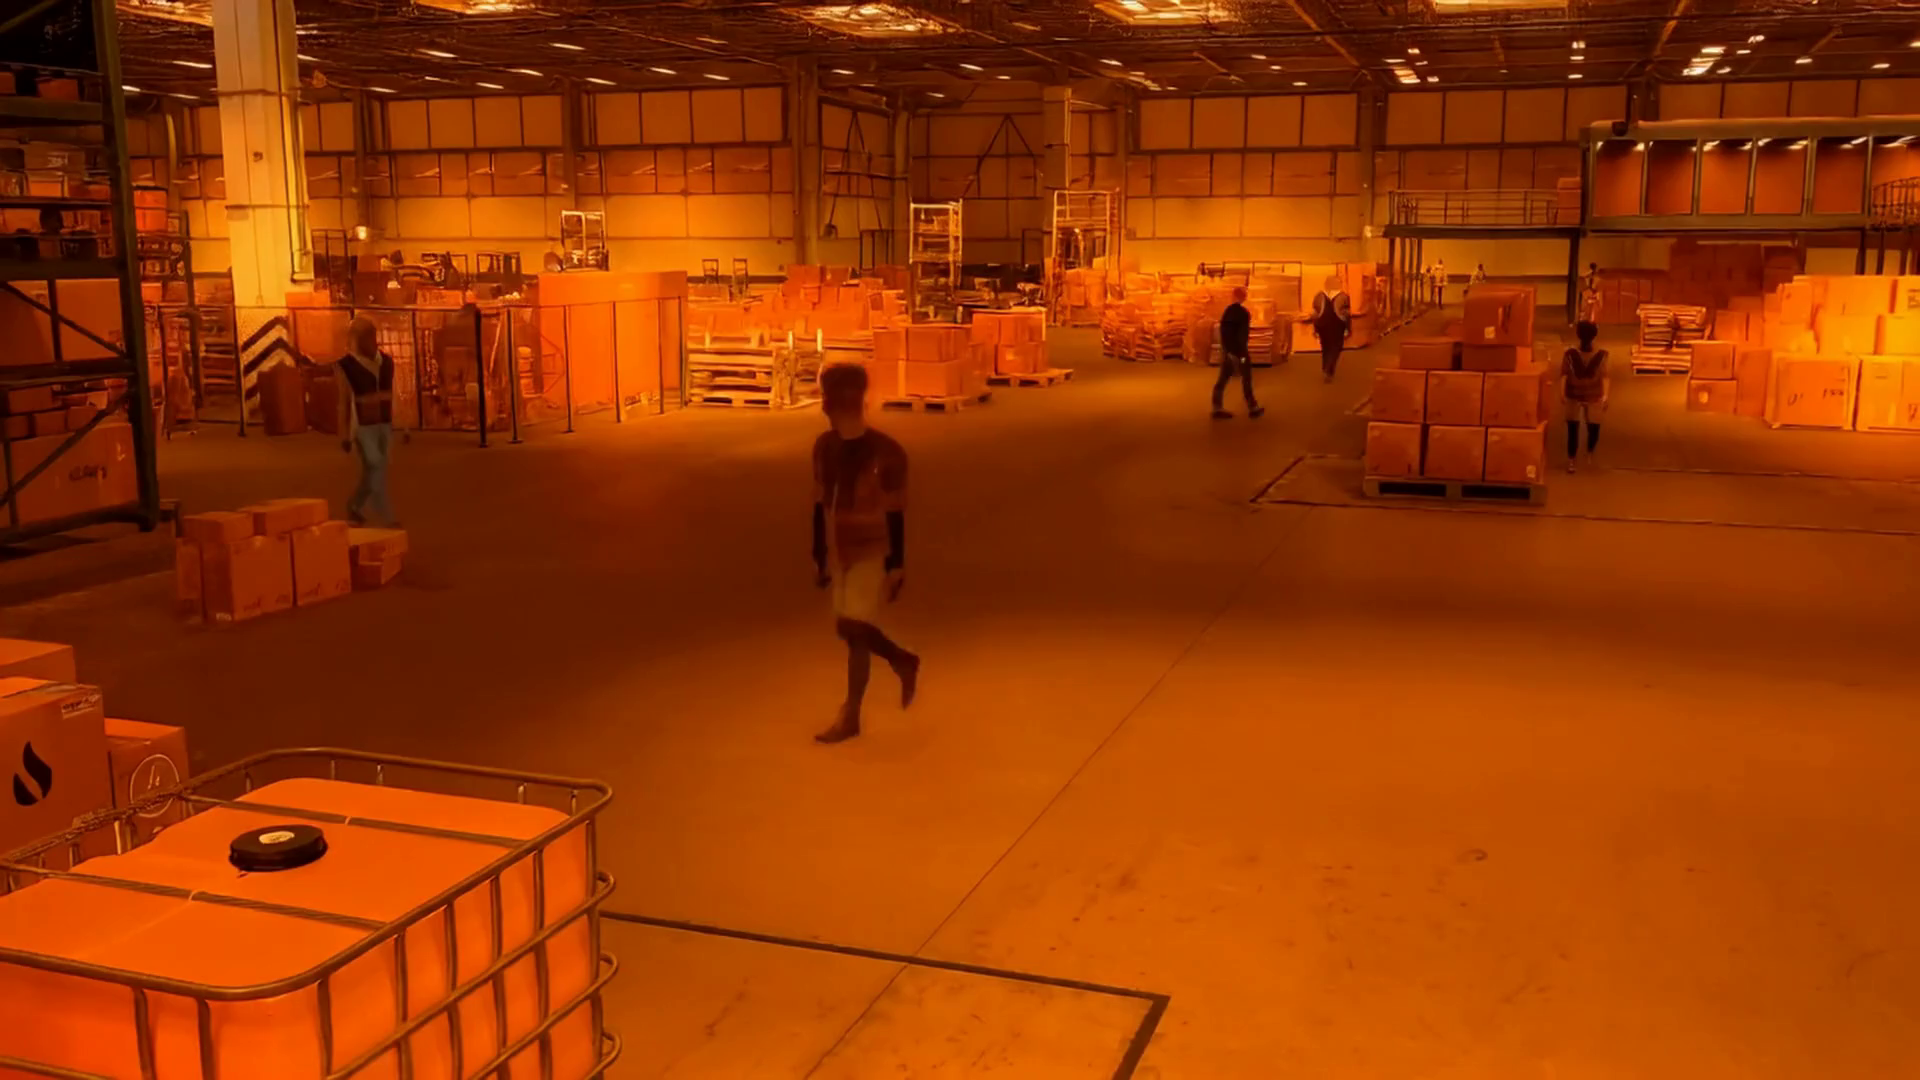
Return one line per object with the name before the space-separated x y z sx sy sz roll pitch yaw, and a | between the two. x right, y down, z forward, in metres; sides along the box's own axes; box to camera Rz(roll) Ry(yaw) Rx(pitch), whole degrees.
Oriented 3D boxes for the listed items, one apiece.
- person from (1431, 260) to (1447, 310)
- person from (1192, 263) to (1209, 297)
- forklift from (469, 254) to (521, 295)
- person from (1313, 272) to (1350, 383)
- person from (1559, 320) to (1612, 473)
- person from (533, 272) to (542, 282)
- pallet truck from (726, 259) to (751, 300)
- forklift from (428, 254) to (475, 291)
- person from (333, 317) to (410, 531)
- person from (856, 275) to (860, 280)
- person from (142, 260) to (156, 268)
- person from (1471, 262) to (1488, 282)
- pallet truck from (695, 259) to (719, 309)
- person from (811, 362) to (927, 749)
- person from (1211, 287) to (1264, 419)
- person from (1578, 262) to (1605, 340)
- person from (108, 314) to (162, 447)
person | 18.422 -9.812 64.015 0.595 1.925 0.374 3 11 19
person | 8.234 -8.546 57.001 0.586 1.883 0.340 3 11 19
forklift | -17.990 -10.121 64.684 1.157 1.987 2.680 3 11 17
person | 6.736 -3.869 30.223 0.676 2.000 0.876 6 12 32
person | 6.886 -1.583 18.354 0.538 1.687 0.471 4 11 23
person | -10.254 -5.587 40.435 0.517 1.858 0.402 7 12 35
pallet truck | -7.986 -9.493 62.019 0.823 1.965 1.885 3 11 17
forklift | -20.133 -10.254 65.465 1.157 1.987 2.680 3 11 19
person | -5.165 -1.001 14.489 0.866 1.893 0.591 6 12 29
person | -2.694 -5.864 42.282 0.535 1.740 0.484 -5 11 -28
person | -33.525 -10.701 68.883 0.643 1.976 0.619 8 13 39
person | 17.507 -8.413 56.180 0.549 1.914 0.705 0 10 -1
pallet truck | -9.165 -9.627 62.776 0.823 1.965 1.885 4 11 23
person | -0.446 0.052 8.464 0.610 1.938 0.805 10 14 43
person | 4.025 -2.695 24.044 0.944 1.883 0.655 -5 11 -25
person | 16.579 -6.261 43.695 0.616 2.039 0.387 3 11 19
person | -9.499 -1.837 19.168 0.633 1.897 0.606 0 10 0
